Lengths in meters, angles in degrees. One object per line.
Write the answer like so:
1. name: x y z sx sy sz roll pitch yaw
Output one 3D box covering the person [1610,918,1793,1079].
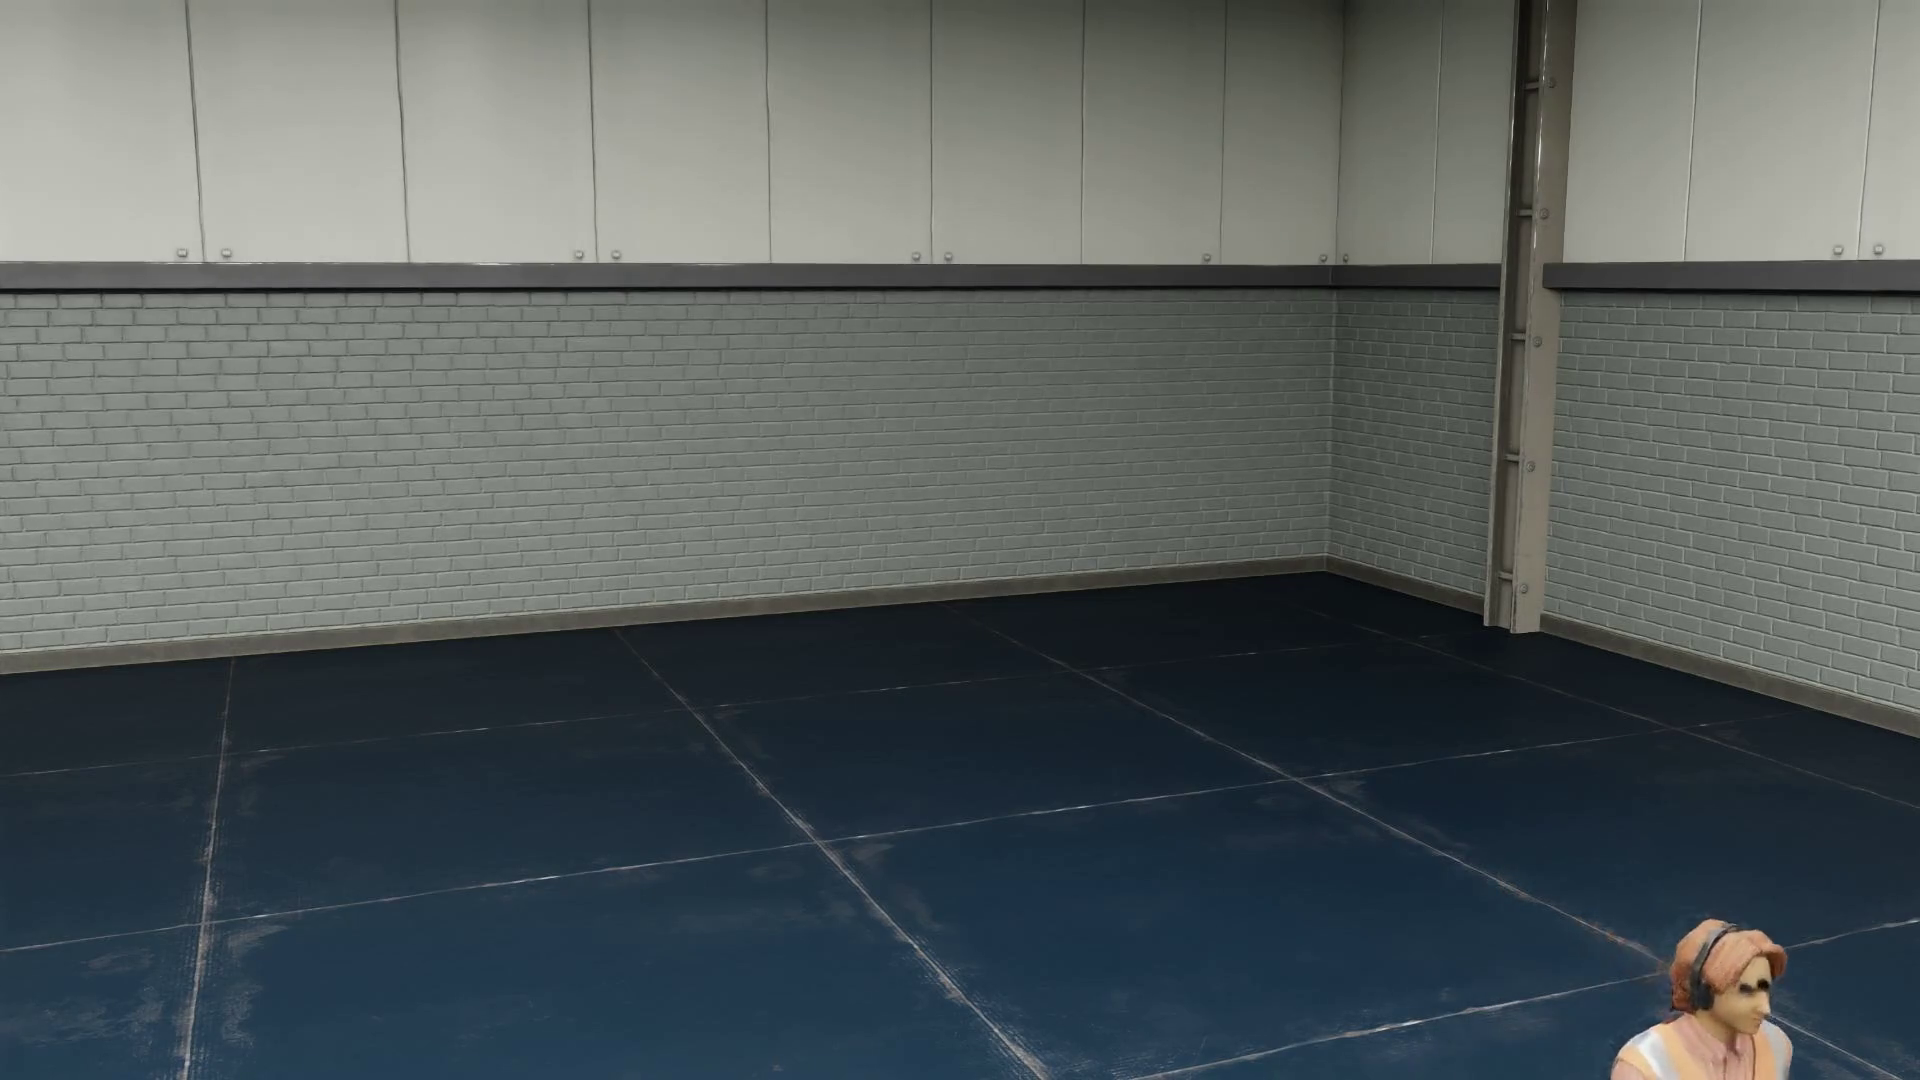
1. person: 1.683 1.642 3.788 0.512 1.594 0.864 -3 9 -17
